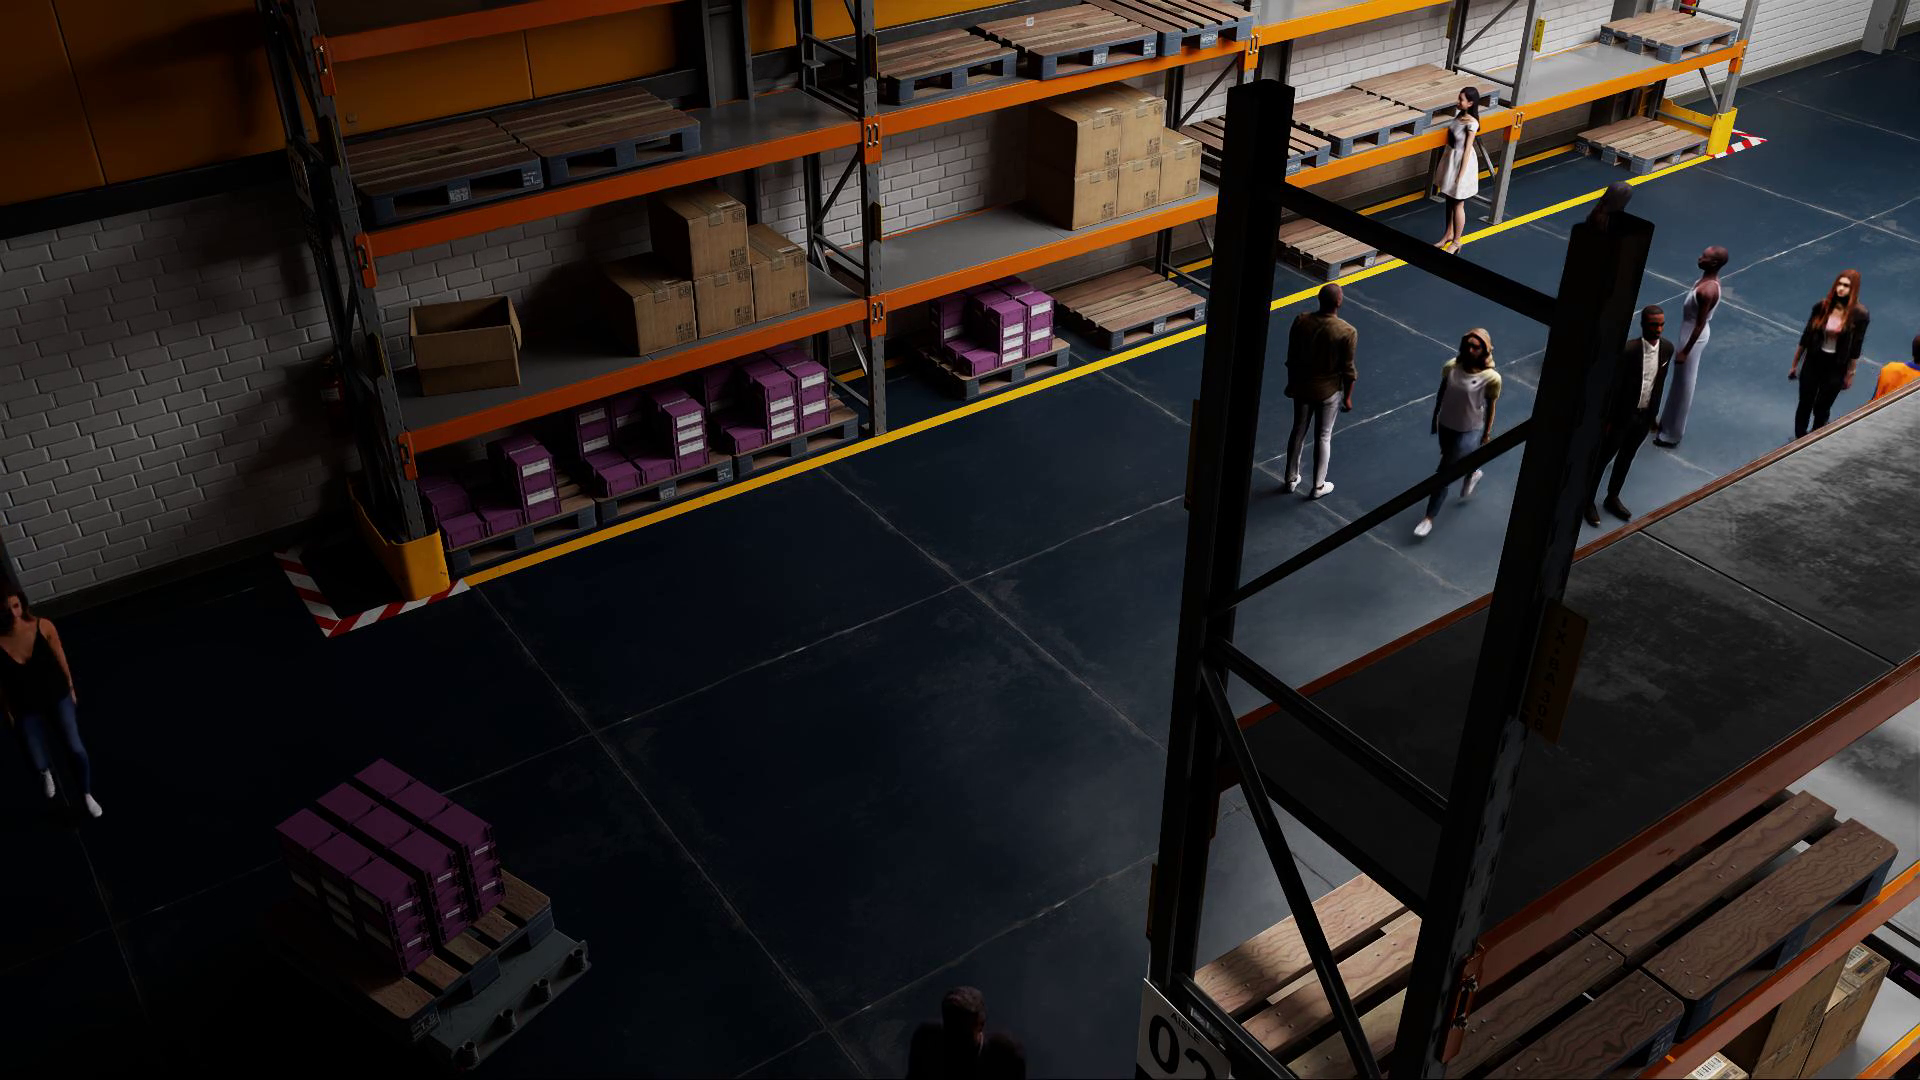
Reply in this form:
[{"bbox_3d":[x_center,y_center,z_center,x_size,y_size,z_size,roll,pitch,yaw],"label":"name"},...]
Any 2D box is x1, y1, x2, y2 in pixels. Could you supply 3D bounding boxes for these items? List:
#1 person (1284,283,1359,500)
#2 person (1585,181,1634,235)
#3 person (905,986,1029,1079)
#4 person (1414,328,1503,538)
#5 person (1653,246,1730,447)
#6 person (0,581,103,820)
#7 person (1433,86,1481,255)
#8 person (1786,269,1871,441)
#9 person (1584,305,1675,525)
[{"bbox_3d":[2.811,-1.177,13.086,0.800,1.825,0.726,20,38,27],"label":"person"},{"bbox_3d":[5.714,-2.411,15.101,1.199,1.650,0.704,-26,41,-33],"label":"person"},{"bbox_3d":[0.053,2.585,7.440,1.126,1.809,1.224,9,35,13],"label":"person"},{"bbox_3d":[3.871,-0.871,12.749,0.821,1.689,1.217,28,43,35],"label":"person"},{"bbox_3d":[6.059,-1.610,13.776,0.701,1.783,0.595,12,36,18],"label":"person"},{"bbox_3d":[-5.569,0.940,10.007,0.683,1.708,0.657,-24,40,-31],"label":"person"},{"bbox_3d":[5.104,-3.781,17.054,0.802,1.769,0.777,-2,34,-4],"label":"person"},{"bbox_3d":[7.105,-1.438,13.589,0.670,1.702,0.686,29,43,36],"label":"person"},{"bbox_3d":[5.144,-0.972,12.801,0.620,1.799,0.786,-9,35,-13],"label":"person"}]
